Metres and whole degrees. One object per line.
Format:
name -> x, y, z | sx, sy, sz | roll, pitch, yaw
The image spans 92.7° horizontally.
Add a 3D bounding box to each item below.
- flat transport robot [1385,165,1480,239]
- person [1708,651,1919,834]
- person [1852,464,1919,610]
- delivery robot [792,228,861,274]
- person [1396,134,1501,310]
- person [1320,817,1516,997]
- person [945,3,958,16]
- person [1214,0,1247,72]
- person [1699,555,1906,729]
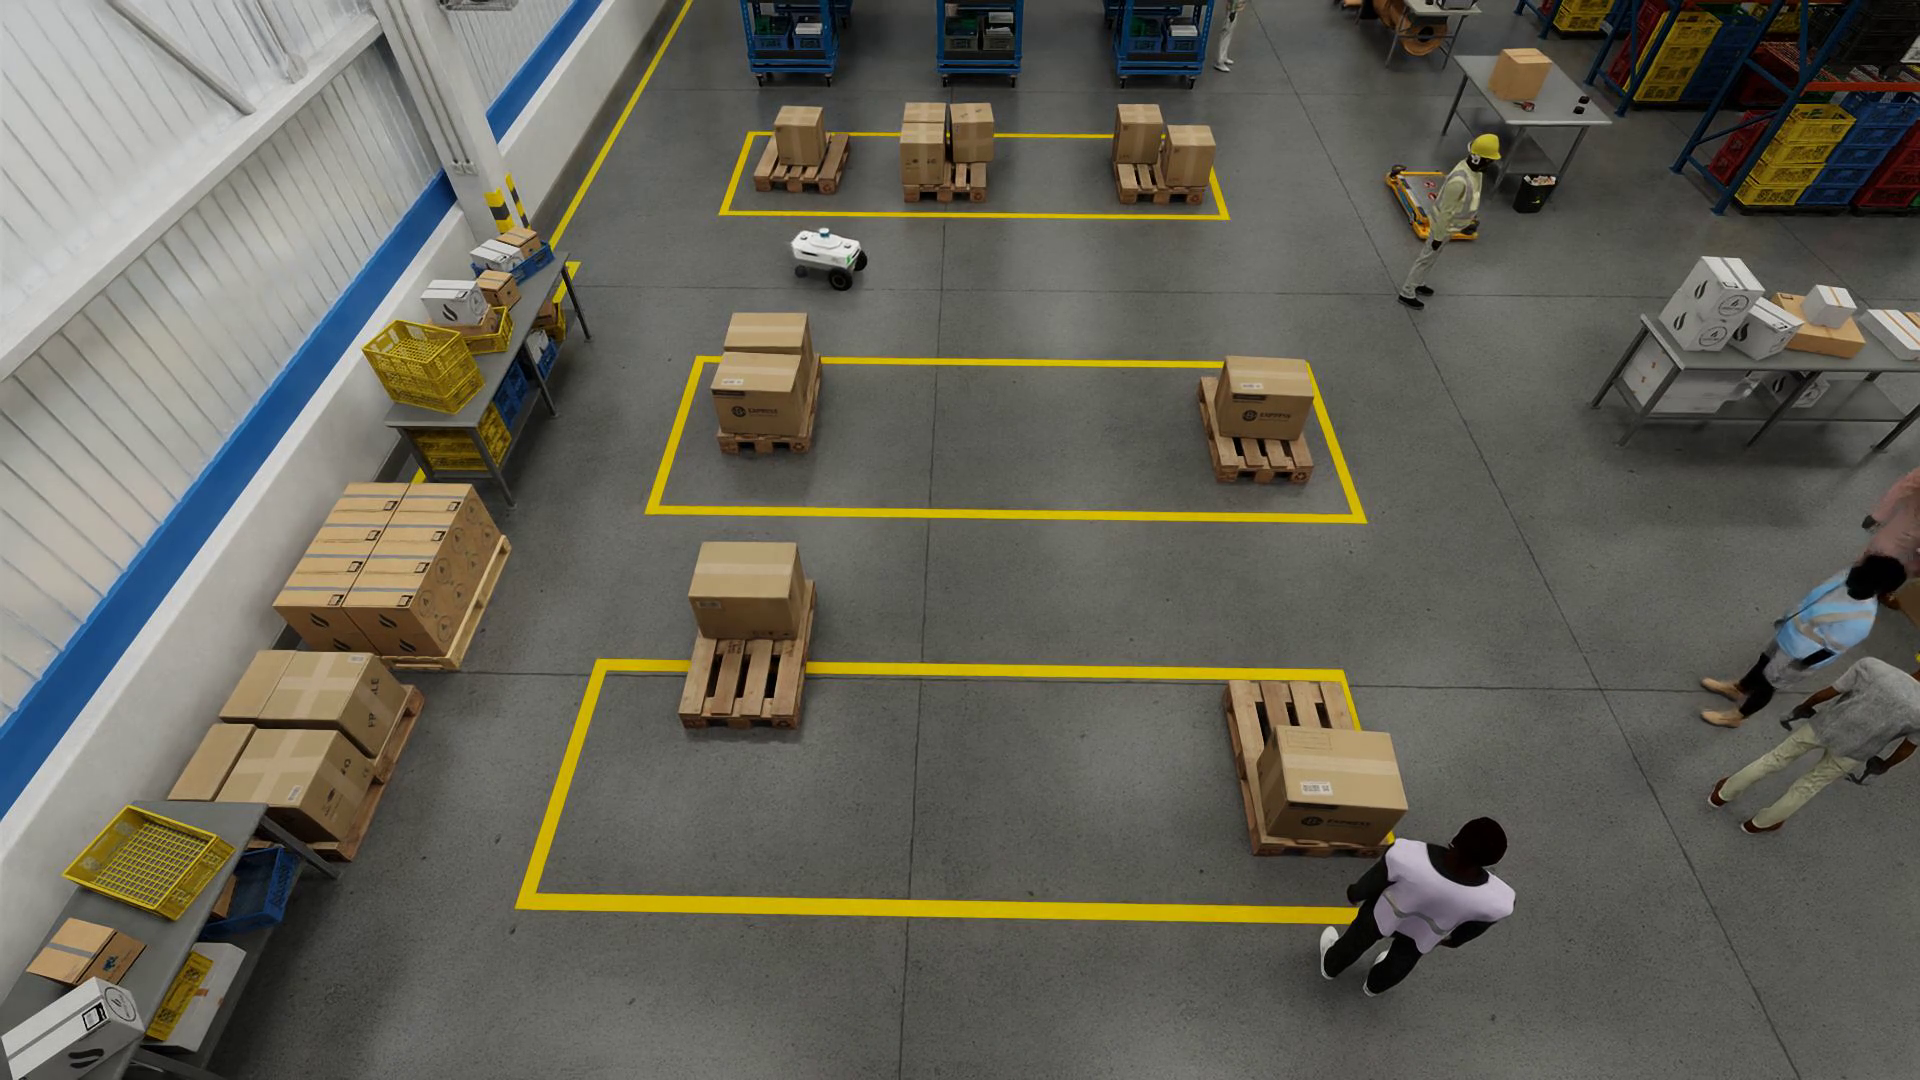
flat transport robot -> 5.692, -4.094, 11.059 | 0.652, 0.197, 1.431 | 1, 49, 1
person -> 5.213, 1.184, 5.442 | 0.310, 1.866, 0.532 | -23, 53, -19
person -> 7.024, -0.144, 6.599 | 0.718, 1.863, 0.611 | 33, 57, 25
delivery robot -> -1.458, -3.160, 10.004 | 0.707, 0.478, 0.477 | 15, 51, 12
person -> 4.941, -3.199, 9.264 | 0.403, 1.824, 0.589 | 30, 56, 24
person -> 2.333, 1.939, 4.755 | 0.596, 1.918, 0.386 | 20, 52, 17
person -> -0.078, -8.657, 13.877 | 0.391, 1.995, 0.613 | -11, 50, -9
person -> 3.997, -7.727, 13.306 | 0.310, 1.636, 0.523 | 17, 51, 15
person -> 5.494, 0.677, 5.994 | 0.321, 1.692, 0.579 | 21, 52, 17
